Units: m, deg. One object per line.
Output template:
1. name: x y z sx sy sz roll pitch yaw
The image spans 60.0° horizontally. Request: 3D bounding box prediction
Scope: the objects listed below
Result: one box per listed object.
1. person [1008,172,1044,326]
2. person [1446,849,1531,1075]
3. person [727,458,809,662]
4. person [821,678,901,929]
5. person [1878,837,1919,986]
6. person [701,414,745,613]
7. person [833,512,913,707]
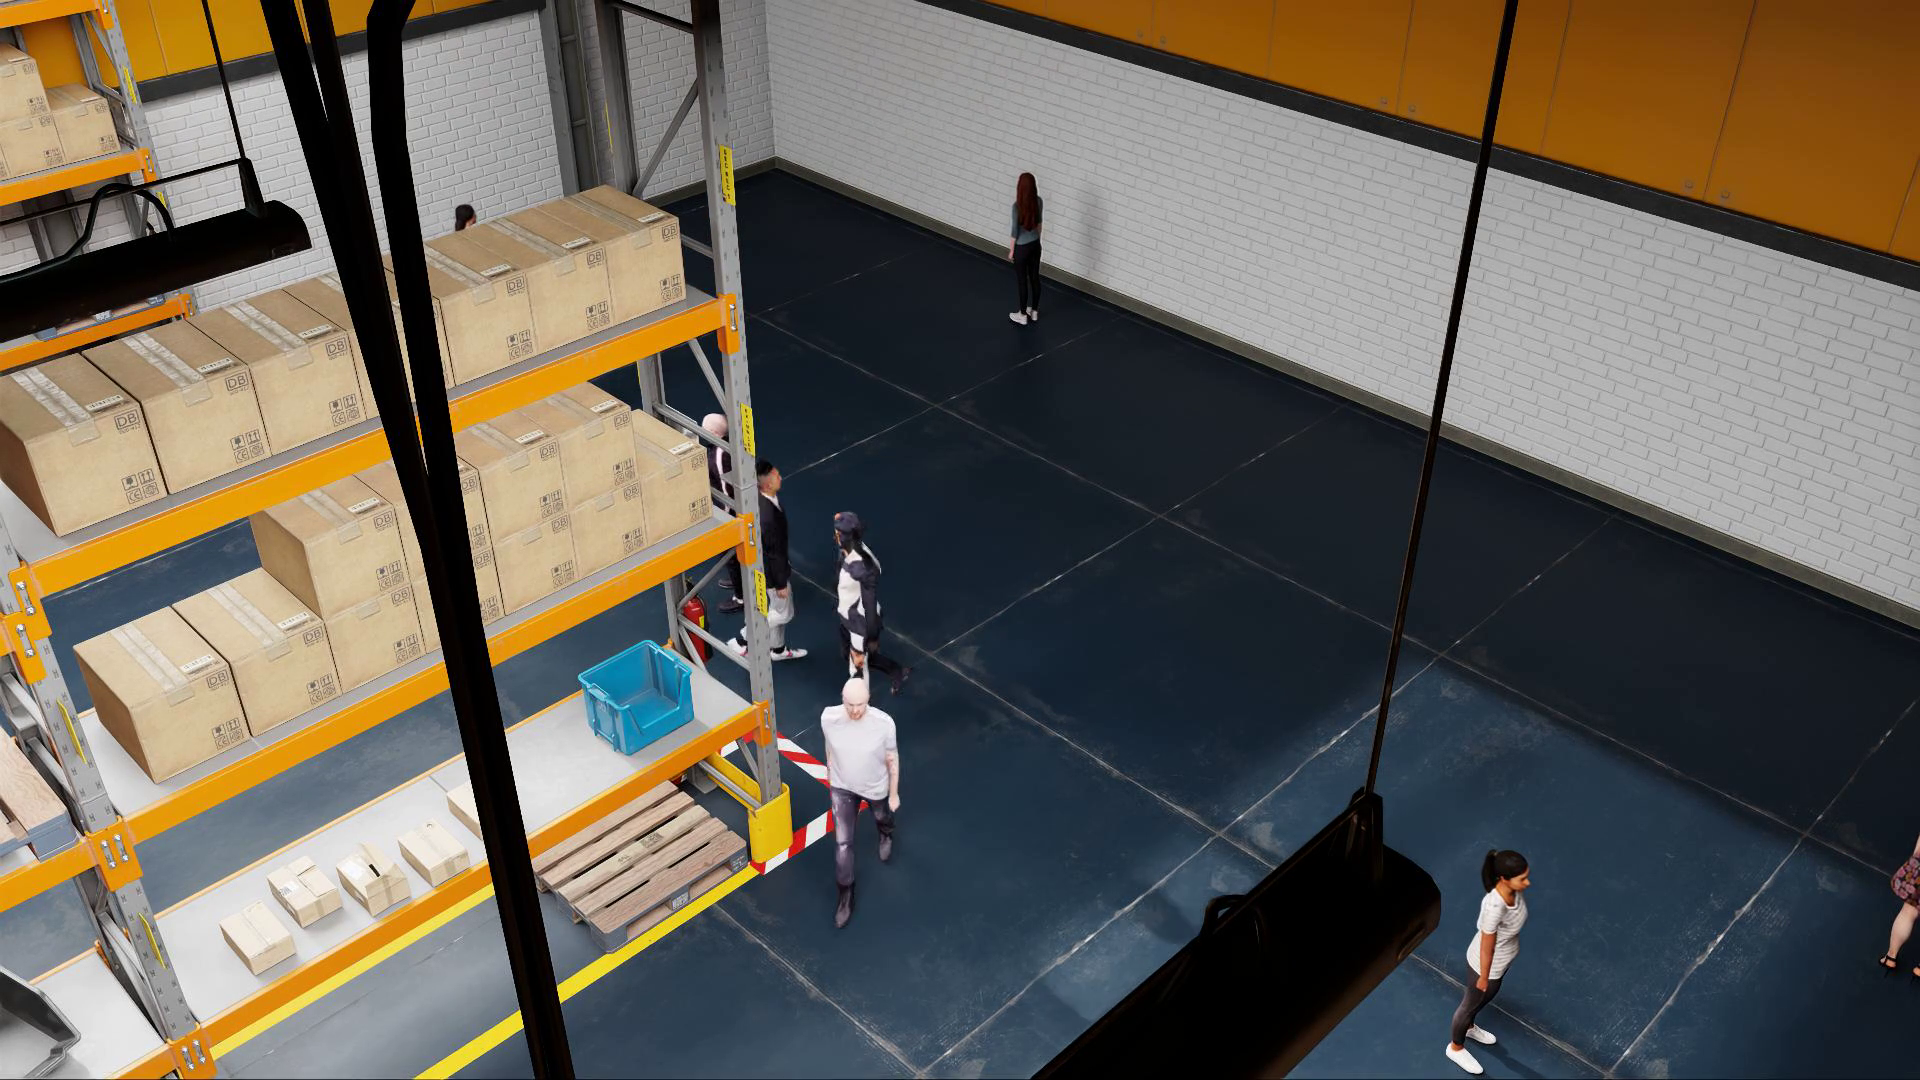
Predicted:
1. person: 0.738 -3.247 18.518 0.528 1.742 0.687 -20 38 -27
2. person: 3.173 2.490 9.973 0.667 1.647 0.529 20 39 28
3. person: -1.586 0.207 13.142 1.048 1.941 0.961 -7 34 -11
4. person: -0.631 1.592 11.205 1.183 1.779 1.350 5 34 8
5. person: 6.178 2.101 10.443 0.712 1.774 0.724 21 39 28
6. person: -1.948 -0.248 13.923 0.811 1.835 0.764 -2 34 -2
7. person: -0.696 0.589 12.627 1.086 1.876 0.927 -19 38 -26
